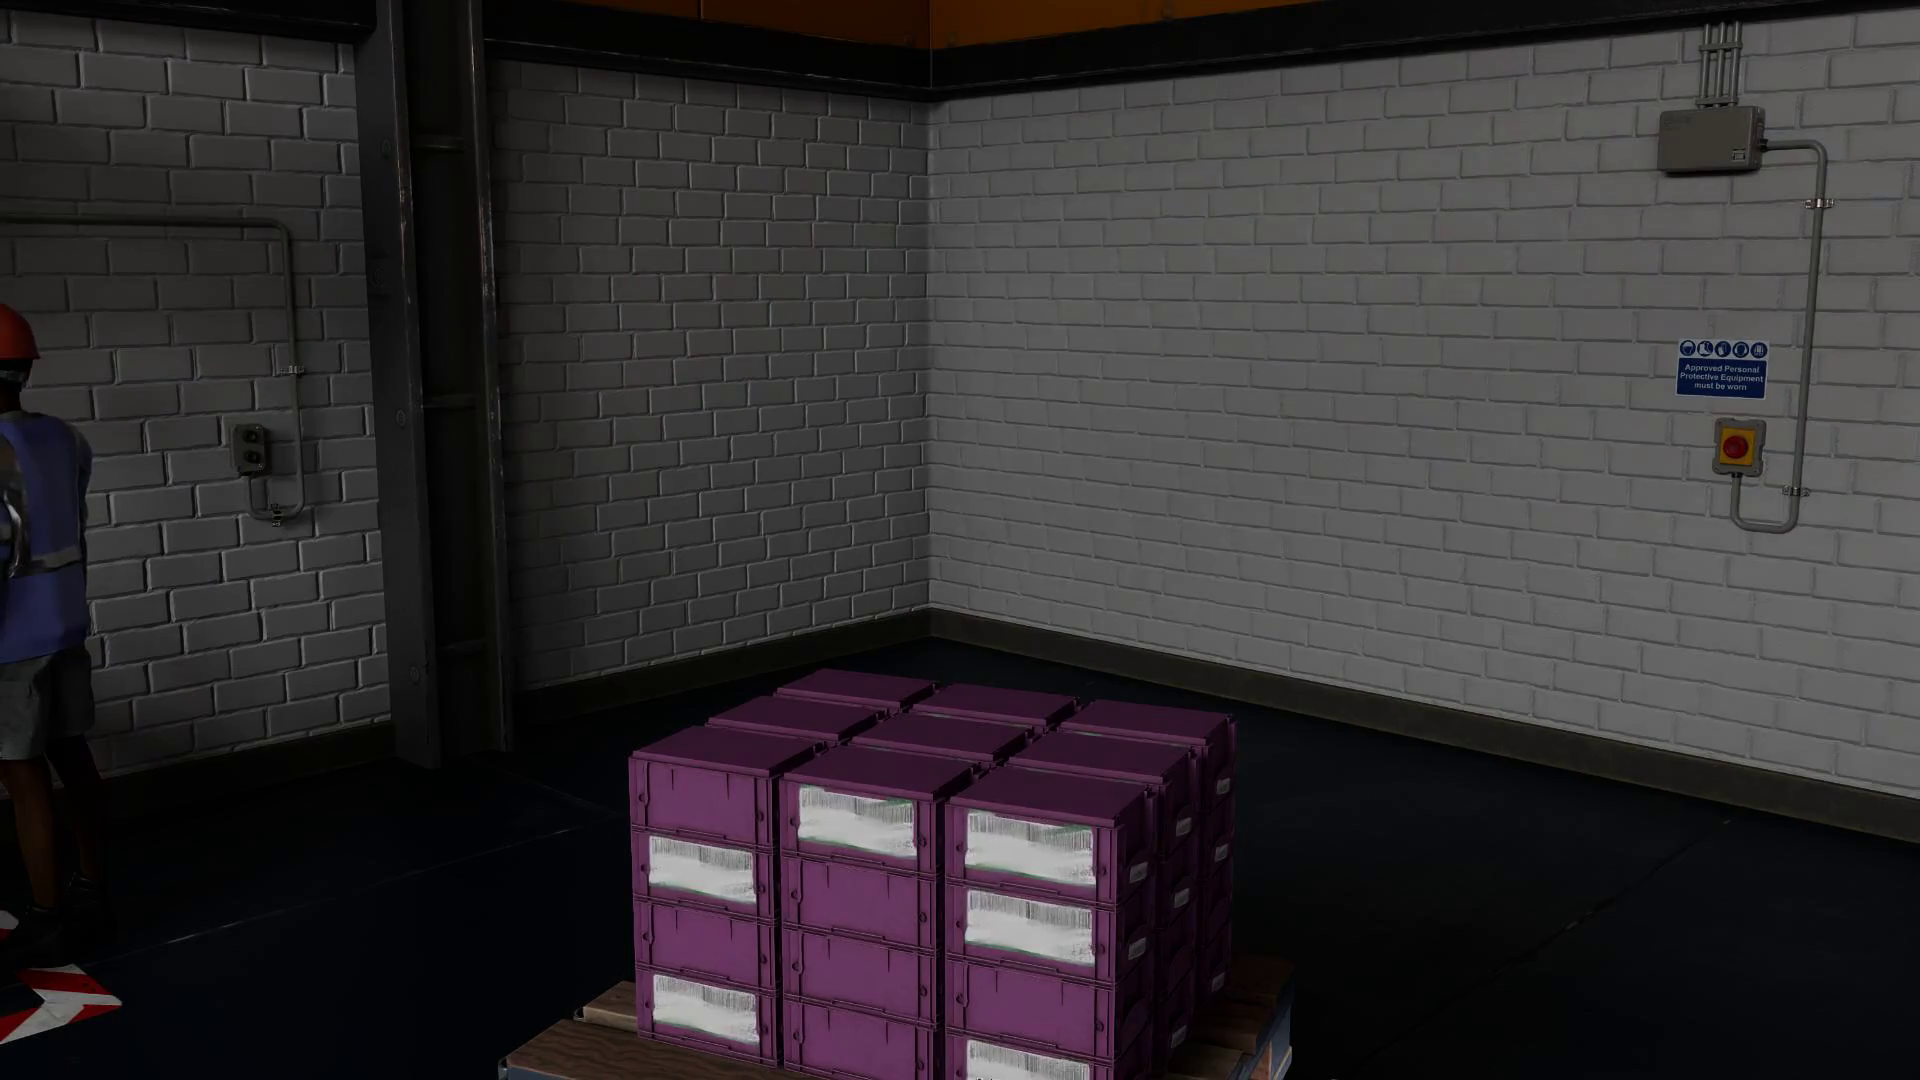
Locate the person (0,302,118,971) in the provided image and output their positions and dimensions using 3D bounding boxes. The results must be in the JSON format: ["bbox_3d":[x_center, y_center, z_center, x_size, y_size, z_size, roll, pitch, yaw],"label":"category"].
[{"bbox_3d":[-2.735,0.278,4.820,0.362,1.939,0.542,1,9,3],"label":"person"}]
